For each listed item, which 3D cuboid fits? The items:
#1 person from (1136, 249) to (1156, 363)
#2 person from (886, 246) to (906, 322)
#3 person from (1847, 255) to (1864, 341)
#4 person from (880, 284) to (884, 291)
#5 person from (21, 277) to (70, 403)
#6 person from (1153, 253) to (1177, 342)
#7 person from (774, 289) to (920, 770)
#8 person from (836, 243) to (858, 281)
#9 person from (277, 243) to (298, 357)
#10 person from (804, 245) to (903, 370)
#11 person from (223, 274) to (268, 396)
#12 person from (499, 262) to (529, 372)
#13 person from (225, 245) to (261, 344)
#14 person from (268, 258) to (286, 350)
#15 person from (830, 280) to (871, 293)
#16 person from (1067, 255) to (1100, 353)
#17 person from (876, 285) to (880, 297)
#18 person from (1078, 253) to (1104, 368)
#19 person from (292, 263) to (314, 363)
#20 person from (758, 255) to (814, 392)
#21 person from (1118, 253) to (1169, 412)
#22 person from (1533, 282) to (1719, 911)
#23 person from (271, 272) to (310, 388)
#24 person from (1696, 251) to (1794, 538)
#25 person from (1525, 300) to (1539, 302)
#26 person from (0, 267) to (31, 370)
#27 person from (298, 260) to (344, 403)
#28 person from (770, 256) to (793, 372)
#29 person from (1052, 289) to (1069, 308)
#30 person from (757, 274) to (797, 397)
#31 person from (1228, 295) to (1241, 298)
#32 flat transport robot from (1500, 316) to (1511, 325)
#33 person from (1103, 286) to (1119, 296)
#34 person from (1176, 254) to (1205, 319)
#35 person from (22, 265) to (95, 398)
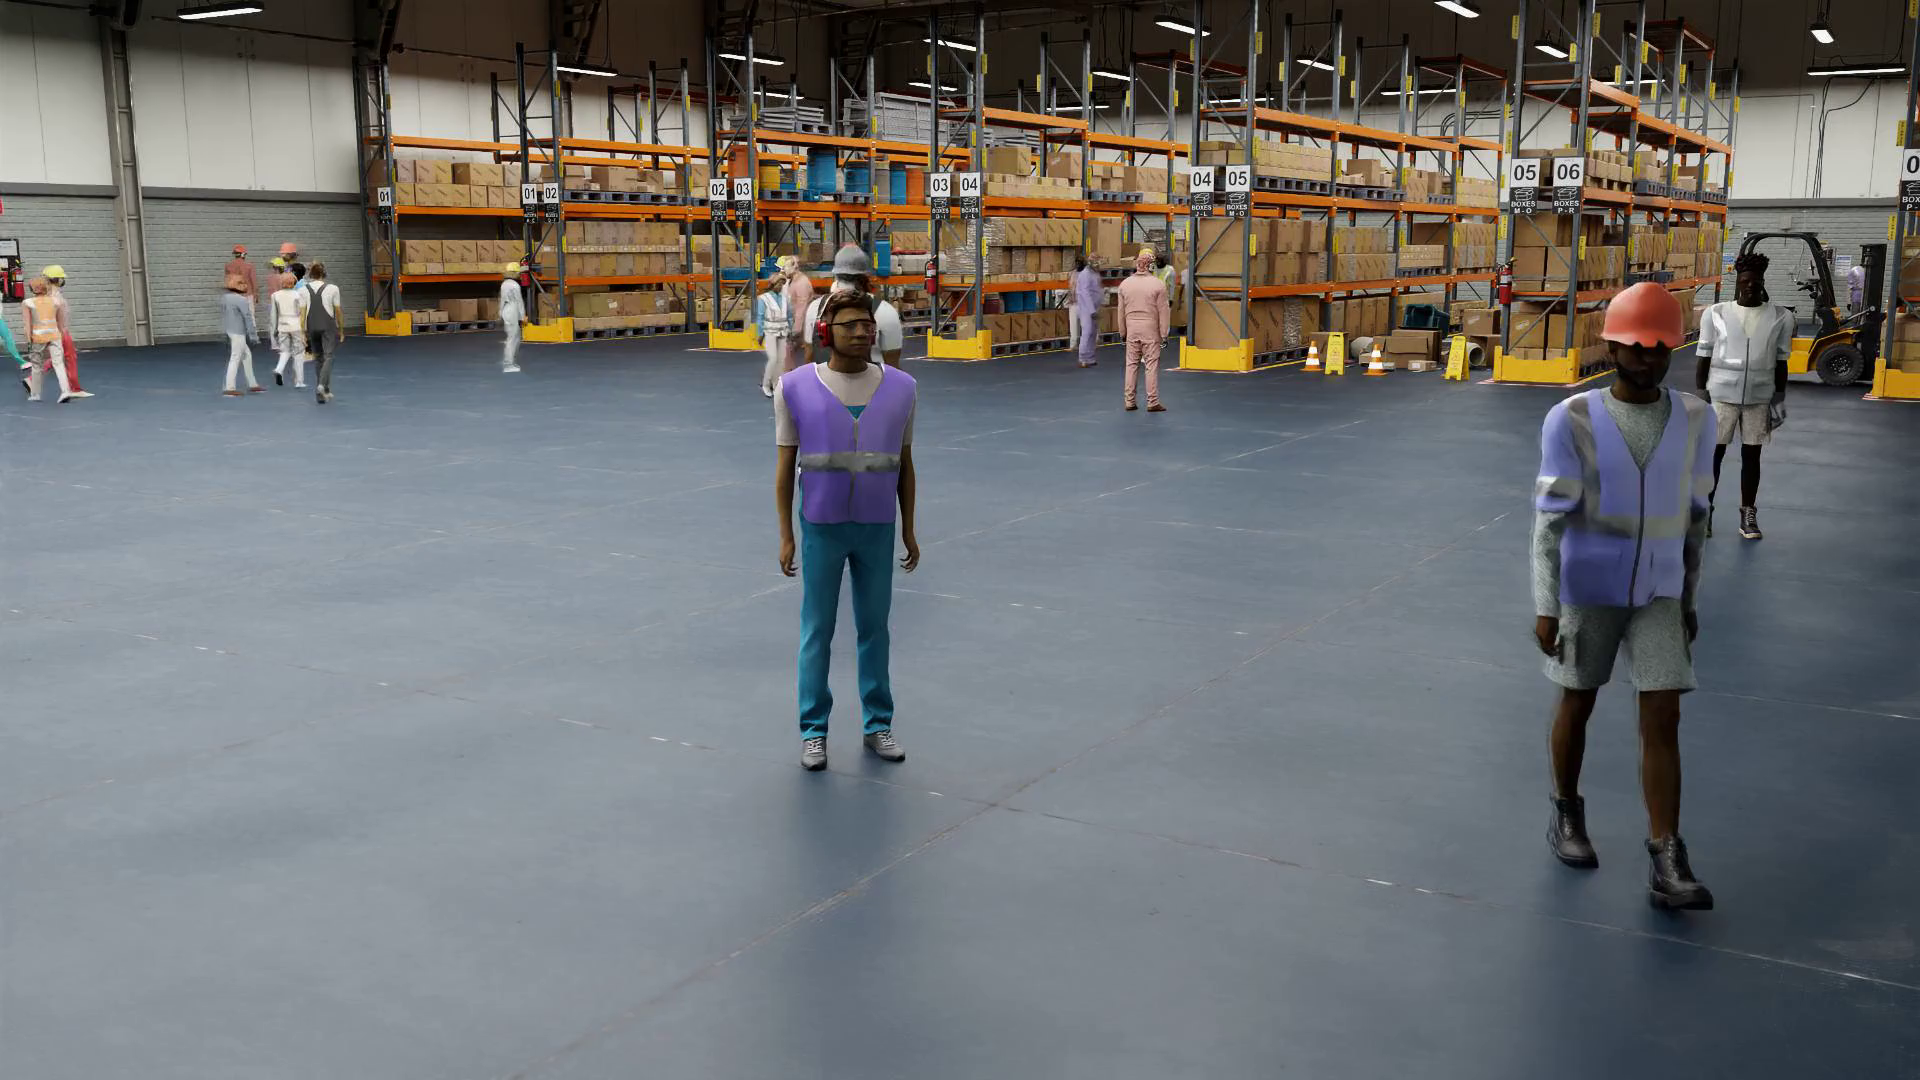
[{"bbox_3d":[3.140,-3.979,28.284,0.360,1.930,0.587,0,10,2],"label":"person"},{"bbox_3d":[-1.644,-6.629,43.114,0.551,1.933,0.378,3,10,15],"label":"person"},{"bbox_3d":[17.102,-4.541,31.480,0.580,1.918,0.391,2,10,10],"label":"person"},{"bbox_3d":[-2.141,-7.351,47.313,0.563,1.879,1.012,8,13,38],"label":"person"},{"bbox_3d":[-11.625,-2.538,21.171,0.849,1.602,0.513,9,13,41],"label":"person"},{"bbox_3d":[3.990,-4.811,33.248,0.638,1.824,0.610,7,12,35],"label":"person"},{"bbox_3d":[-0.439,-0.045,6.473,0.568,1.849,0.386,-3,11,-19],"label":"person"},{"bbox_3d":[-1.849,-4.285,29.763,0.819,2.019,0.614,7,12,35],"label":"person"},{"bbox_3d":[-11.907,-4.238,29.460,0.686,2.024,0.636,-8,13,-38],"label":"person"},{"bbox_3d":[-0.731,-1.026,11.435,0.689,2.000,0.734,4,11,21],"label":"person"},{"bbox_3d":[-9.509,-2.723,22.150,0.520,1.600,0.738,9,13,40],"label":"person"},{"bbox_3d":[-7.031,-3.505,26.217,0.516,1.725,0.499,-8,13,-38],"label":"person"},{"bbox_3d":[-14.463,-4.946,33.542,0.608,1.987,0.391,-1,10,-8],"label":"person"},{"bbox_3d":[-12.891,-4.471,31.583,0.524,1.743,0.611,6,12,29],"label":"person"},{"bbox_3d":[-1.397,-2.675,21.275,0.642,1.822,0.535,8,13,37],"label":"person"},{"bbox_3d":[2.303,-4.413,31.046,0.631,1.819,0.804,7,12,35],"label":"person"},{"bbox_3d":[-2.109,-5.823,38.629,0.649,1.923,0.435,7,12,35],"label":"person"},{"bbox_3d":[2.180,-3.764,27.291,0.397,1.876,0.797,4,11,23],"label":"person"},{"bbox_3d":[-11.185,-3.860,28.277,0.317,1.696,0.546,-3,10,-15],"label":"person"},{"bbox_3d":[-2.212,-2.848,22.161,1.005,1.848,0.668,-3,11,-19],"label":"person"},{"bbox_3d":[2.231,-2.500,20.066,0.653,1.906,0.405,6,12,32],"label":"person"},{"bbox_3d":[2.058,0.176,5.102,0.562,1.895,0.904,1,10,5],"label":"person"},{"bbox_3d":[-9.330,-2.909,23.161,0.523,1.625,0.428,0,10,2],"label":"person"},{"bbox_3d":[5.371,-0.990,11.443,0.602,1.966,0.368,3,11,16],"label":"person"},{"bbox_3d":[13.347,-5.841,38.641,0.606,1.953,0.734,-6,12,-31],"label":"person"},{"bbox_3d":[-15.052,-3.489,26.097,0.882,1.718,0.550,-10,14,-44],"label":"person"},{"bbox_3d":[-8.170,-2.657,21.222,0.510,1.822,0.858,0,10,-3],"label":"person"},{"bbox_3d":[-2.726,-3.473,25.739,0.404,1.828,0.591,-6,12,-28],"label":"person"},{"bbox_3d":[2.237,-5.312,35.880,0.576,1.884,0.354,6,12,31],"label":"person"},{"bbox_3d":[-2.412,-2.679,21.856,0.361,1.623,0.523,9,14,42],"label":"person"},{"bbox_3d":[5.895,-5.199,35.441,0.540,1.826,0.962,9,13,40],"label":"person"},{"bbox_3d":[13.567,-5.369,40.719,0.652,0.197,1.431,6,12,32],"label":"flat transport robot"},{"bbox_3d":[3.645,-5.815,38.625,0.639,1.913,0.763,6,12,32],"label":"person"},{"bbox_3d":[4.262,-4.392,30.837,0.505,1.844,0.727,8,13,37],"label":"person"},{"bbox_3d":[-11.836,-2.713,21.708,0.747,1.743,0.529,-8,13,-39],"label":"person"}]
